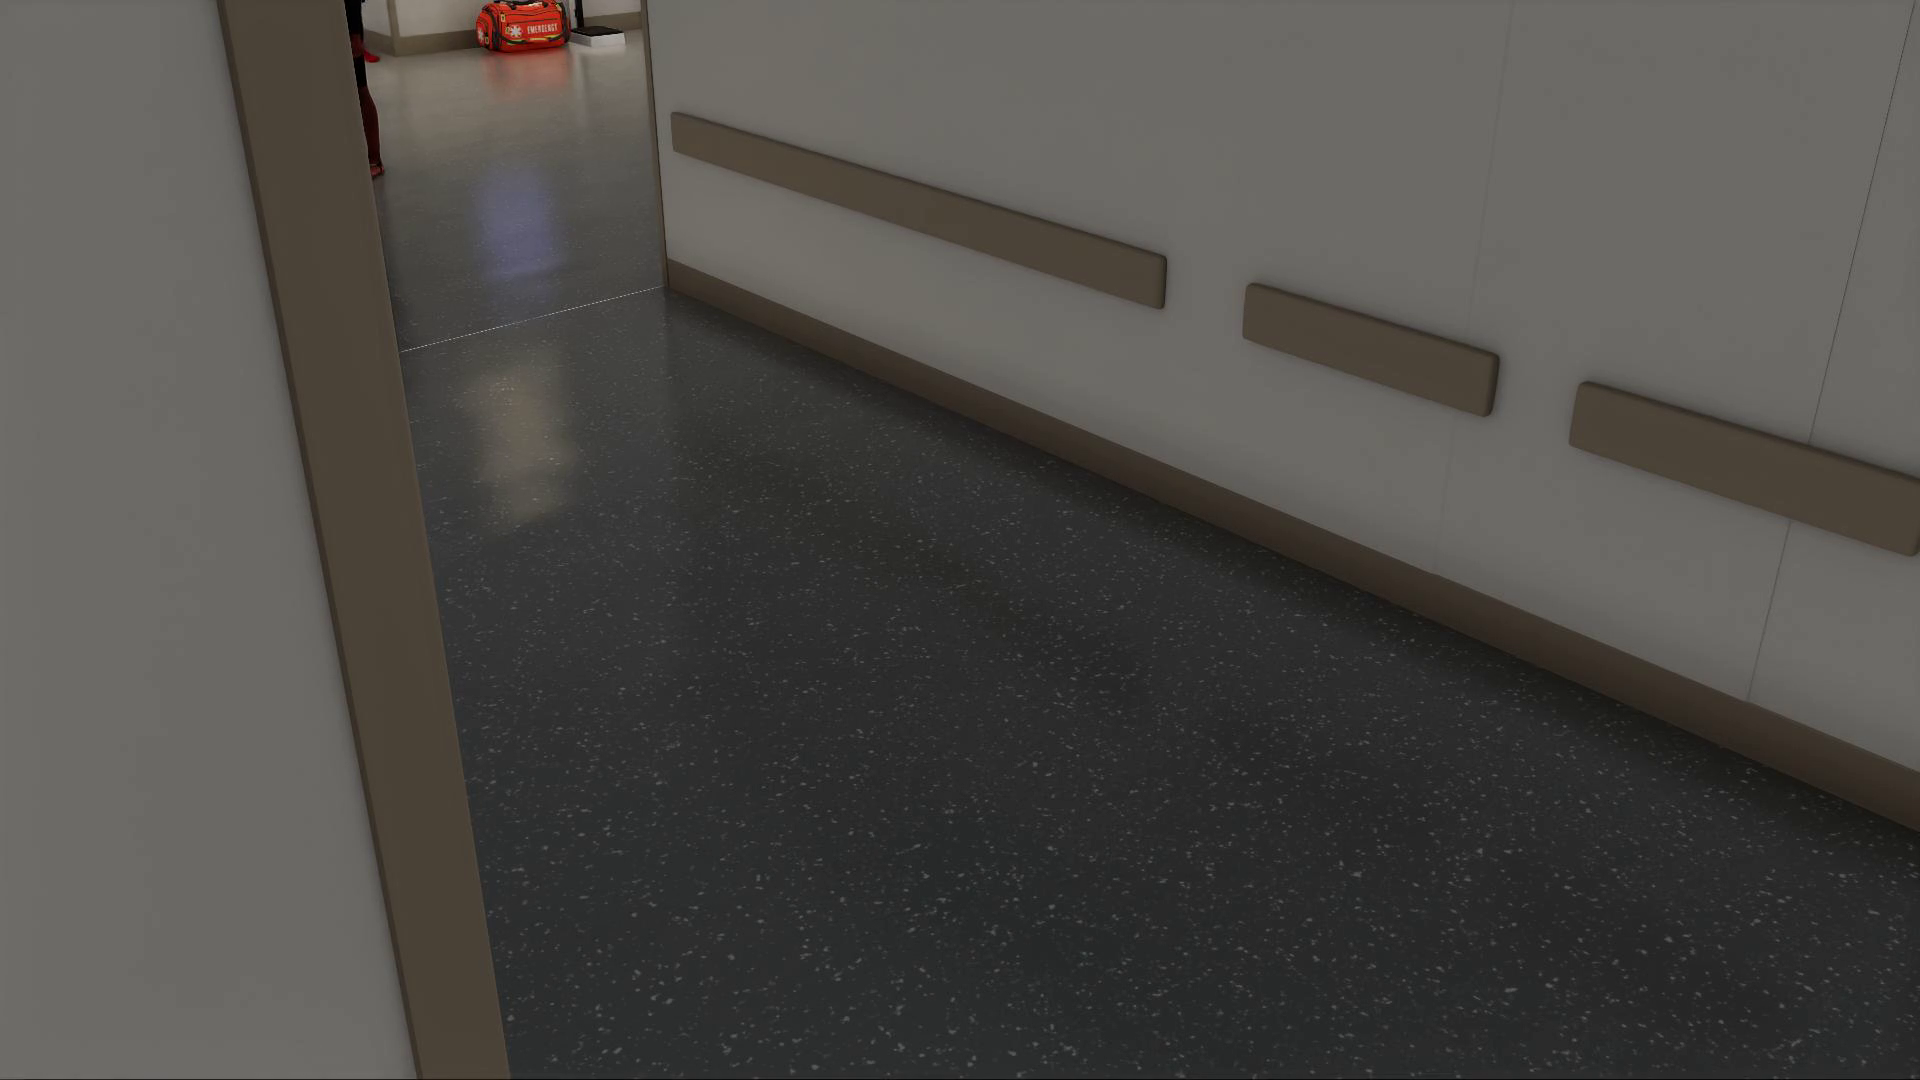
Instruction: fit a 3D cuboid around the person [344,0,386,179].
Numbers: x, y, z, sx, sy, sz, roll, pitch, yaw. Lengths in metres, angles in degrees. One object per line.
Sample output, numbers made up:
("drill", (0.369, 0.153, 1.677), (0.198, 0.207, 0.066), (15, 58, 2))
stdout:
("person", (-3.804, -3.080, 10.127), (0.678, 1.720, 0.645), (11, 28, 22))
